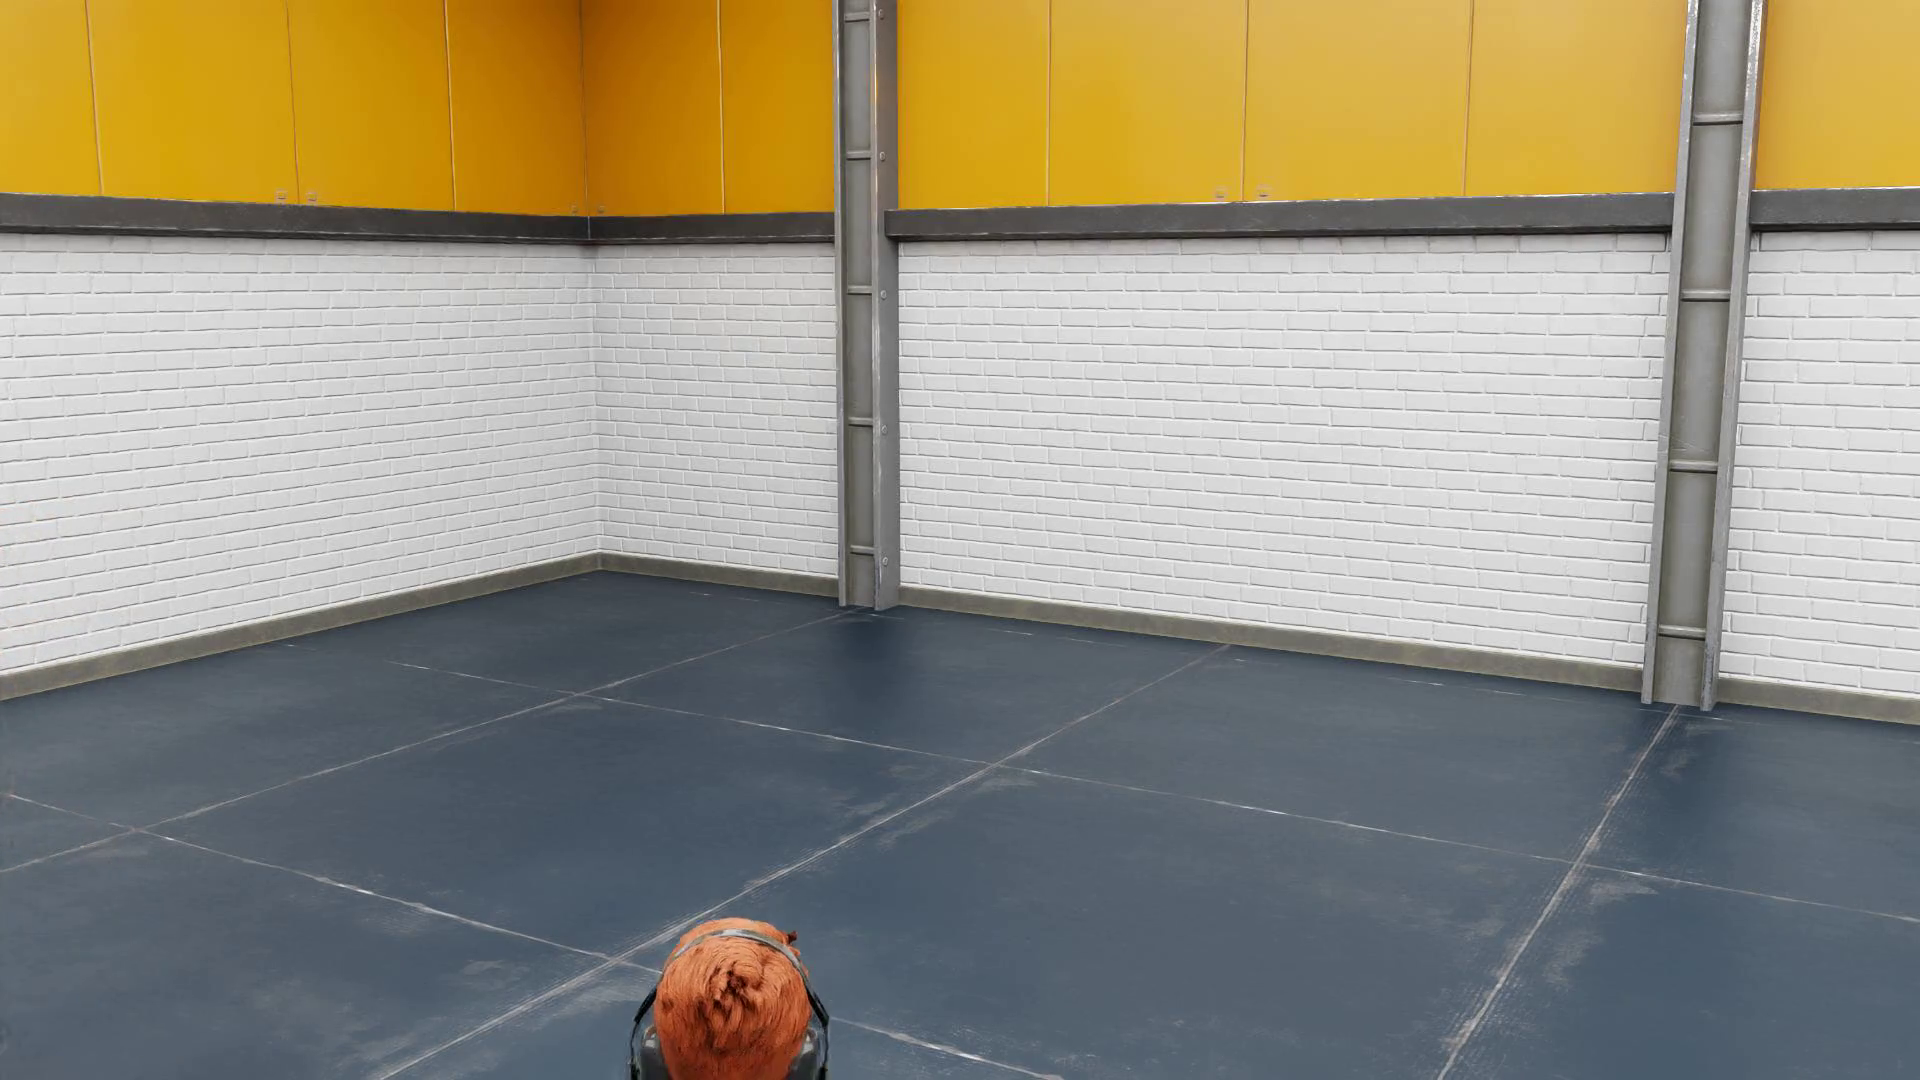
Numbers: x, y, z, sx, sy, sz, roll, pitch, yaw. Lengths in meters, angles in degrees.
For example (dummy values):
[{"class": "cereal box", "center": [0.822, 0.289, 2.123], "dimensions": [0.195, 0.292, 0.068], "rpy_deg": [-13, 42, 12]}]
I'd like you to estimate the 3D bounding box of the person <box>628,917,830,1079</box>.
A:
[{"class": "person", "center": [-0.284, 1.388, 2.090], "dimensions": [0.597, 1.866, 0.465], "rpy_deg": [-1, 9, -7]}]
